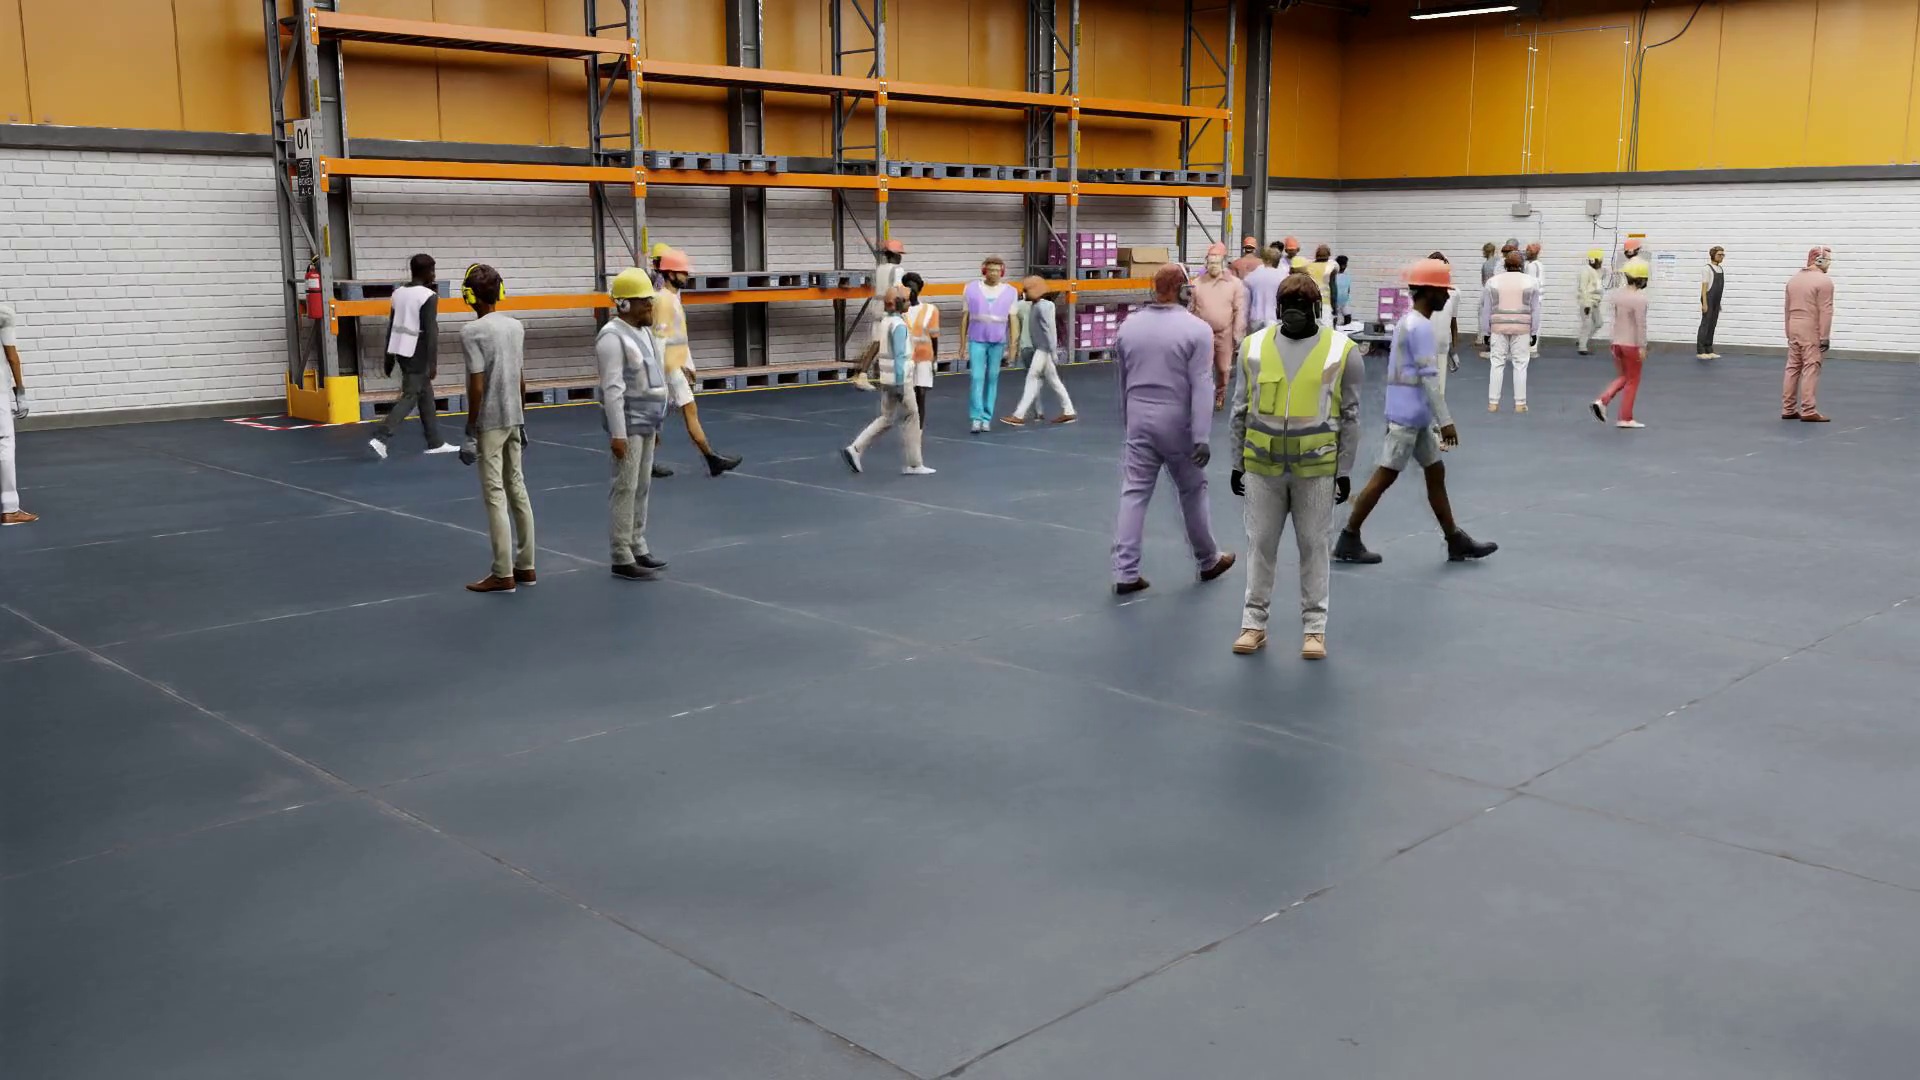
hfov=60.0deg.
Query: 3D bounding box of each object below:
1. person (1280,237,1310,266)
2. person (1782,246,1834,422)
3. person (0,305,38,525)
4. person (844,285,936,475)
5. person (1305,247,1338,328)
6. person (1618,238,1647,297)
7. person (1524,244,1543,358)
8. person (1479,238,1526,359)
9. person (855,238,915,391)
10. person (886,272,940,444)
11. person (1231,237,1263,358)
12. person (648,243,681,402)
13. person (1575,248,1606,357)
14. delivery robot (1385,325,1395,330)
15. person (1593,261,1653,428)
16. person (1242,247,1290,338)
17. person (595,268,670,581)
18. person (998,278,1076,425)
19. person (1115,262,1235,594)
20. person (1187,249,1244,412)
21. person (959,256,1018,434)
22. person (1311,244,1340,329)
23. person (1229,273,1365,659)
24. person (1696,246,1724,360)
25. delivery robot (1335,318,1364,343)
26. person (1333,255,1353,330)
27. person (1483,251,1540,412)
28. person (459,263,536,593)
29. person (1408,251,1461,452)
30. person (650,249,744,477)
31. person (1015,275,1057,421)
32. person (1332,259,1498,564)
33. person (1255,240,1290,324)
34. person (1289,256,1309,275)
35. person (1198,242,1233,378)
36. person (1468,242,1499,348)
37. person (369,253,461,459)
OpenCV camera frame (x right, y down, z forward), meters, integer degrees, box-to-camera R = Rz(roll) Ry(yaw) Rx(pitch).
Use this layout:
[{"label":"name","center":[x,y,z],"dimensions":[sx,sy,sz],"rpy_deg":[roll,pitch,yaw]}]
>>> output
[{"label":"person","center":[5.554,-4.061,27.825],"dimensions":[0.740,1.986,0.849],"rpy_deg":[1,10,3]},{"label":"person","center":[9.281,-2.241,18.149],"dimensions":[0.399,1.902,0.642],"rpy_deg":[-2,11,-11]},{"label":"person","center":[-6.826,-1.031,11.675],"dimensions":[0.507,1.859,0.350],"rpy_deg":[1,10,5]},{"label":"person","center":[-0.593,-1.335,13.974],"dimensions":[0.719,1.613,0.522],"rpy_deg":[-3,11,-18]},{"label":"person","center":[5.868,-3.852,27.160],"dimensions":[0.653,1.829,0.430],"rpy_deg":[7,12,33]},{"label":"person","center":[10.755,-3.844,26.679],"dimensions":[0.508,1.972,0.618],"rpy_deg":[10,14,43]},{"label":"person","center":[9.474,-3.957,27.580],"dimensions":[0.367,1.882,0.628],"rpy_deg":[7,12,33]},{"label":"person","center":[8.850,-3.959,27.134],"dimensions":[0.621,2.000,0.702],"rpy_deg":[10,14,44]},{"label":"person","center":[-0.963,-2.924,21.685],"dimensions":[1.047,1.989,0.609],"rpy_deg":[-9,14,-42]},{"label":"person","center":[-0.455,-1.737,15.978],"dimensions":[0.544,1.678,0.602],"rpy_deg":[0,10,1]},{"label":"person","center":[4.748,-3.989,27.419],"dimensions":[0.612,1.995,0.393],"rpy_deg":[1,10,6]},{"label":"person","center":[-3.576,-2.628,20.188],"dimensions":[0.382,1.924,0.594],"rpy_deg":[0,10,2]},{"label":"person","center":[10.549,-3.969,27.814],"dimensions":[0.425,1.814,0.617],"rpy_deg":[8,13,39]},{"label":"delivery robot","center":[7.719,-3.661,29.304],"dimensions":[0.707,0.478,0.477],"rpy_deg":[0,10,-1]},{"label":"person","center":[6.991,-2.039,17.445],"dimensions":[0.444,1.748,0.538],"rpy_deg":[-2,10,-8]},{"label":"person","center":[3.861,-2.729,20.932],"dimensions":[0.626,1.875,1.100],"rpy_deg":[7,12,33]},{"label":"person","center":[-1.924,-0.685,9.847],"dimensions":[0.403,1.830,0.600],"rpy_deg":[2,11,10]},{"label":"person","center":[0.855,-2.011,17.792],"dimensions":[0.882,1.572,0.537],"rpy_deg":[-1,10,-6]},{"label":"person","center":[1.232,-0.647,9.555],"dimensions":[0.692,1.860,0.965],"rpy_deg":[8,13,38]},{"label":"person","center":[2.870,-2.333,18.748],"dimensions":[0.643,1.879,0.874],"rpy_deg":[2,11,8]},{"label":"person","center":[0.297,-1.971,16.919],"dimensions":[0.592,1.804,0.833],"rpy_deg":[-1,10,-5]},{"label":"person","center":[6.403,-4.264,29.295],"dimensions":[0.666,1.847,0.984],"rpy_deg":[6,12,30]},{"label":"person","center":[1.595,-0.350,7.996],"dimensions":[0.627,1.844,0.429],"rpy_deg":[4,11,20]},{"label":"person","center":[12.296,-3.871,27.187],"dimensions":[0.517,1.844,0.332],"rpy_deg":[-8,13,-37]},{"label":"delivery robot","center":[6.997,-3.688,29.454],"dimensions":[0.707,0.478,0.477],"rpy_deg":[2,11,12]},{"label":"person","center":[6.744,-4.220,29.542],"dimensions":[0.556,1.669,0.485],"rpy_deg":[-5,12,-26]},{"label":"person","center":[6.324,-2.387,19.098],"dimensions":[0.625,1.846,0.429],"rpy_deg":[4,11,23]},{"label":"person","center":[-2.652,-0.625,9.441],"dimensions":[0.333,1.864,0.515],"rpy_deg":[4,11,23]},{"label":"person","center":[4.423,-1.755,15.581],"dimensions":[0.532,1.871,0.321],"rpy_deg":[0,10,0]},{"label":"person","center":[-2.283,-1.451,13.849],"dimensions":[0.948,1.892,0.574],"rpy_deg":[-1,10,-4]},{"label":"person","center":[0.779,-2.065,18.016],"dimensions":[0.513,1.608,0.679],"rpy_deg":[6,12,29]},{"label":"person","center":[2.795,-0.771,10.203],"dimensions":[1.013,1.885,0.562],"rpy_deg":[2,11,11]},{"label":"person","center":[4.863,-3.713,26.055],"dimensions":[0.600,1.944,0.690],"rpy_deg":[-3,11,-15]},{"label":"person","center":[4.788,-3.165,23.651],"dimensions":[0.514,1.725,0.434],"rpy_deg":[6,12,28]},{"label":"person","center":[3.606,-3.220,23.444],"dimensions":[0.555,1.941,0.488],"rpy_deg":[9,13,39]},{"label":"person","center":[9.626,-4.380,29.835],"dimensions":[0.808,1.909,0.664],"rpy_deg":[9,13,39]},{"label":"person","center":[-5.043,-1.671,15.159],"dimensions":[0.648,1.869,0.943],"rpy_deg":[9,14,40]}]
